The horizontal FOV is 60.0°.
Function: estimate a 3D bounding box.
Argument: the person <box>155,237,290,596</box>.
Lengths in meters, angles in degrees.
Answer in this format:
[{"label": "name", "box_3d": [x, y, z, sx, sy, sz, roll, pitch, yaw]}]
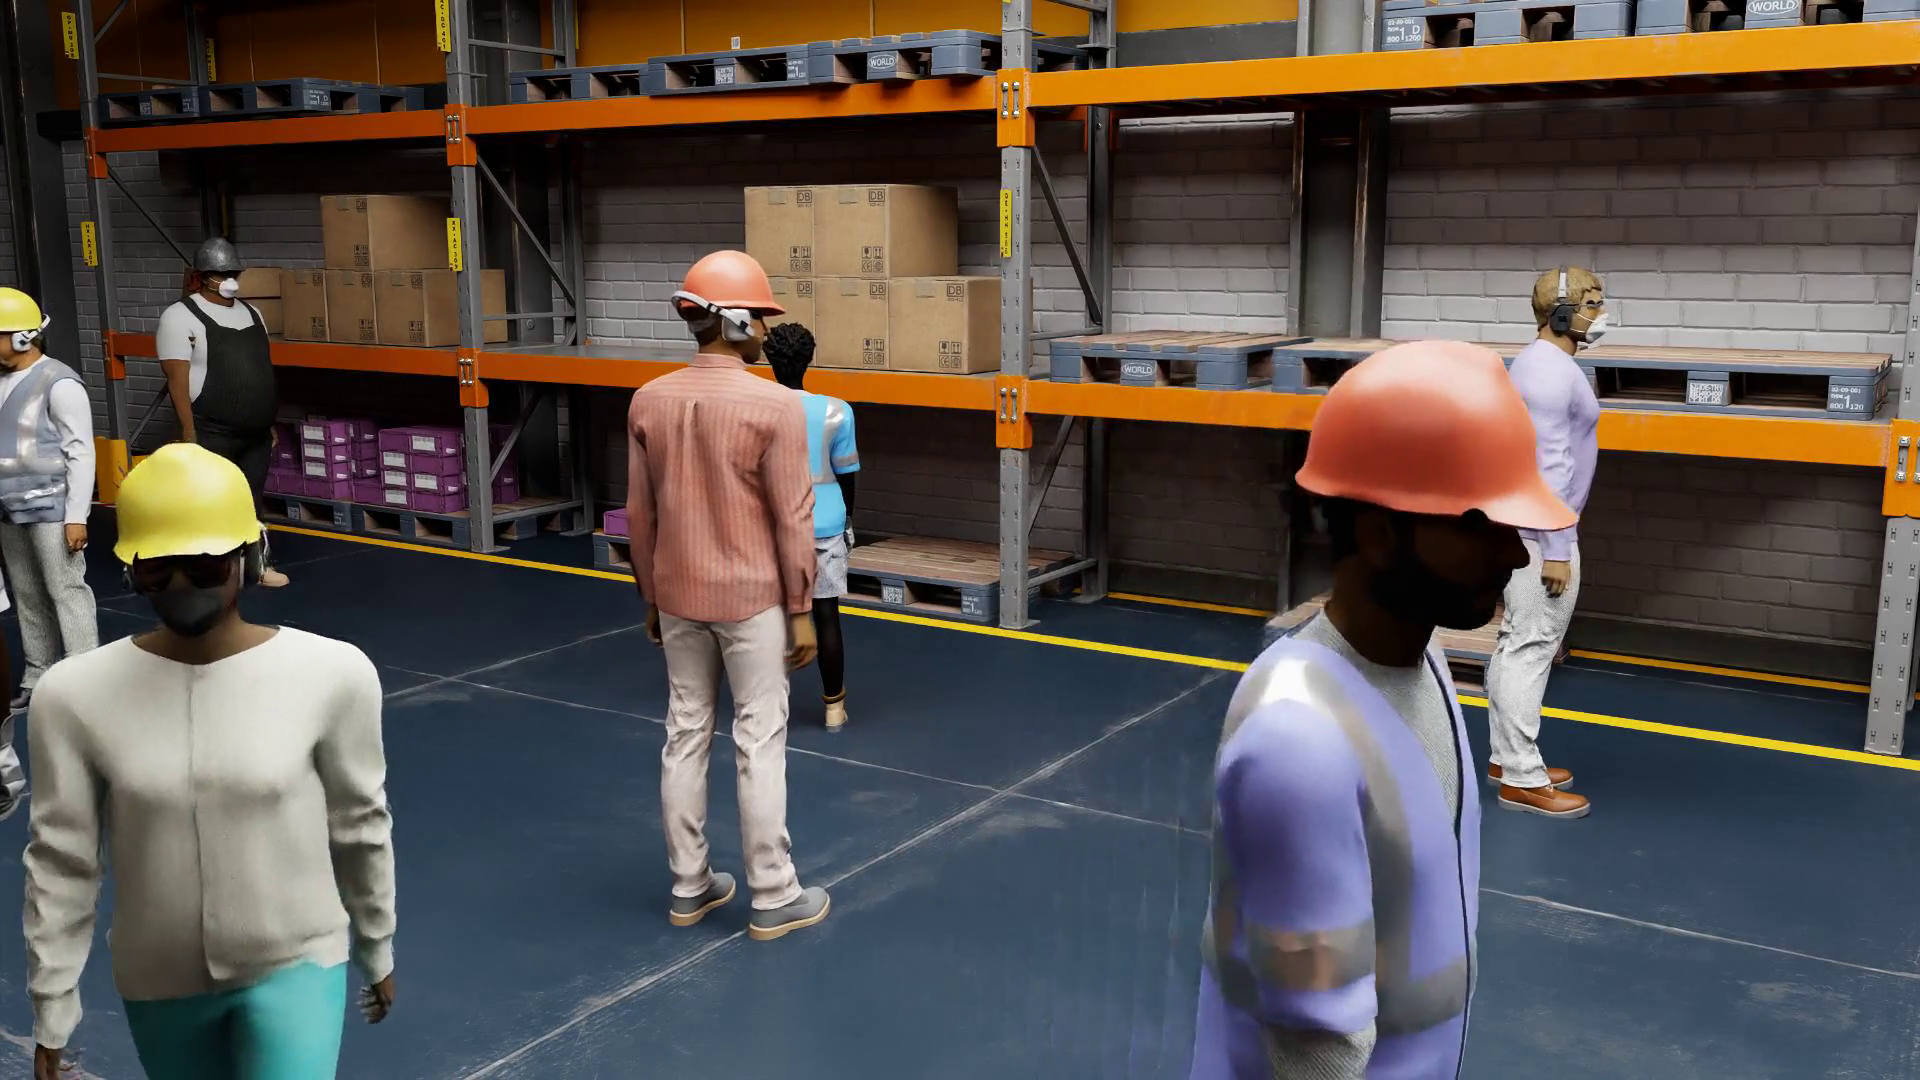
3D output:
[{"label": "person", "box_3d": [-4.154, -0.700, 9.509, 0.537, 2.000, 0.680, 5, 11, 24]}]

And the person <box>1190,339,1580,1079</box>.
[{"label": "person", "box_3d": [0.572, 0.728, 1.965, 0.885, 1.900, 0.580, 6, 12, 31]}]

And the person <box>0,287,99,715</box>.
[{"label": "person", "box_3d": [-3.889, -0.138, 6.981, 0.598, 1.828, 0.403, 5, 11, 27]}]

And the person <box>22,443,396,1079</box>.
[{"label": "person", "box_3d": [-1.213, 0.678, 2.763, 0.537, 1.724, 0.896, -2, 10, -13]}]

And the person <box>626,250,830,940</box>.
[{"label": "person", "box_3d": [-0.675, 0.166, 4.847, 0.613, 1.991, 0.392, 5, 12, 27]}]

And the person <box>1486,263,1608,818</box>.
[{"label": "person", "box_3d": [2.087, -0.003, 5.928, 0.371, 1.941, 0.627, 2, 10, 13]}]

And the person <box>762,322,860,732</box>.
[{"label": "person", "box_3d": [-0.671, -0.035, 6.787, 0.533, 1.694, 0.318, -2, 10, -12]}]
